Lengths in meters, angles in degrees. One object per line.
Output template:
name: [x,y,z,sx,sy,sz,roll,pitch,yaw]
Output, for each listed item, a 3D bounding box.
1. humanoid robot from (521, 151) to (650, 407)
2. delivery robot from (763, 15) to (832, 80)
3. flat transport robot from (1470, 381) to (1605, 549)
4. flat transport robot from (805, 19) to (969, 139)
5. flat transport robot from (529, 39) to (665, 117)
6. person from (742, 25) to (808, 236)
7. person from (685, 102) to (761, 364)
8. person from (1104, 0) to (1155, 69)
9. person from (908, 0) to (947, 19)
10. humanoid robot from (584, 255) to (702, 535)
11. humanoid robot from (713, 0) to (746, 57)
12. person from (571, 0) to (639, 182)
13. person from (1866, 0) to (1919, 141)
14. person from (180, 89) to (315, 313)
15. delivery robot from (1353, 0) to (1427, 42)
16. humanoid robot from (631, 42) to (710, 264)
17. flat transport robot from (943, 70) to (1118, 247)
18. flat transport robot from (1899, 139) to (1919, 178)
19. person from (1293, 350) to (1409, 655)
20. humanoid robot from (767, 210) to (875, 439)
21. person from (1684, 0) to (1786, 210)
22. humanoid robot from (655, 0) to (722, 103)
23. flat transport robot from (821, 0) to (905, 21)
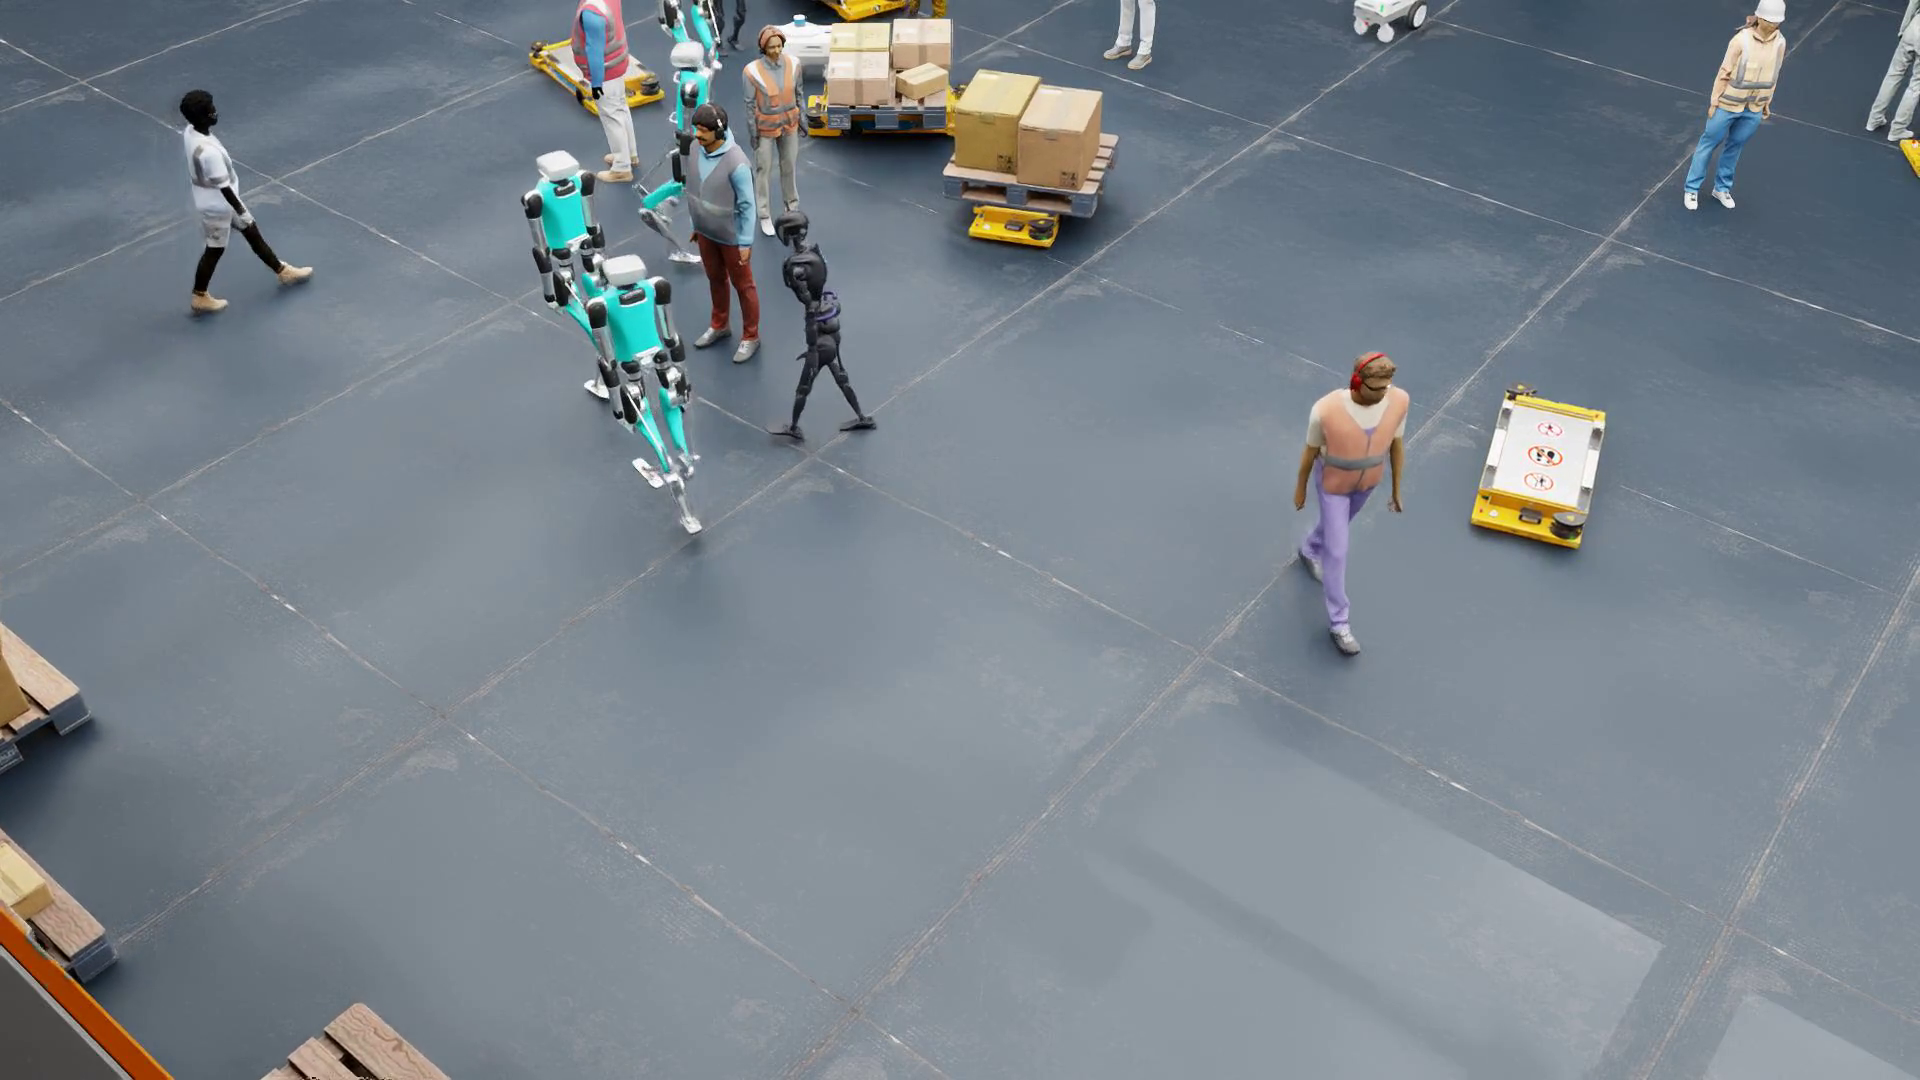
humanoid robot: [-2.348,-1.571,10.867,0.784,1.892,0.543,29,48,29]
delivery robot: [-1.464,-4.464,15.110,0.779,0.597,0.499,0,40,0]
flat transport robot: [3.731,-0.501,10.668,0.659,0.231,1.431,15,43,17]
flat transport robot: [-0.616,-3.746,14.484,1.431,0.231,0.659,0,40,0]
flat transport robot: [-3.308,-4.247,15.074,0.659,0.231,1.431,-25,46,-27]
person: [-1.402,-3.139,12.709,0.512,1.641,0.311,-23,46,-25]
person: [-1.601,-2.099,11.303,0.531,1.881,0.414,25,46,27]
person: [1.596,-5.186,14.932,0.338,1.882,0.580,-30,49,-30]
person: [-0.272,-5.556,15.473,0.582,1.728,0.398,-4,41,-5]
humanoid robot: [-1.753,-0.780,9.848,0.532,1.713,1.023,-25,46,-26]
humanoid robot: [-2.153,-5.226,15.165,0.611,1.656,0.389,-24,46,-25]
person: [-2.861,-3.770,13.311,0.431,1.836,0.628,1,40,1]
person: [8.072,-4.177,13.863,0.321,1.728,0.493,-24,46,-25]
person: [-5.271,-2.419,11.857,0.907,1.643,0.539,-19,44,-21]
delivery robot: [4.114,-5.131,15.902,0.777,0.605,0.525,-33,50,-32]
humanoid robot: [-2.143,-2.733,12.238,0.748,1.883,0.530,0,40,0]
flat transport robot: [0.574,-2.811,13.385,0.659,0.231,1.431,10,41,12]
flat transport robot: [8.643,-3.142,13.774,1.431,0.231,0.659,6,41,6]
person: [2.169,-0.299,9.254,0.569,1.790,0.955,-13,42,-14]
humanoid robot: [-0.920,-1.350,10.600,0.702,1.619,0.610,-1,40,-1]
person: [6.070,-3.416,12.969,0.485,1.729,0.363,-2,40,-3]
humanoid robot: [-2.266,-4.396,14.188,0.530,1.863,0.789,-21,45,-23]
flat transport robot: [-1.209,-5.585,16.648,0.659,0.231,1.431,-24,46,-26]
